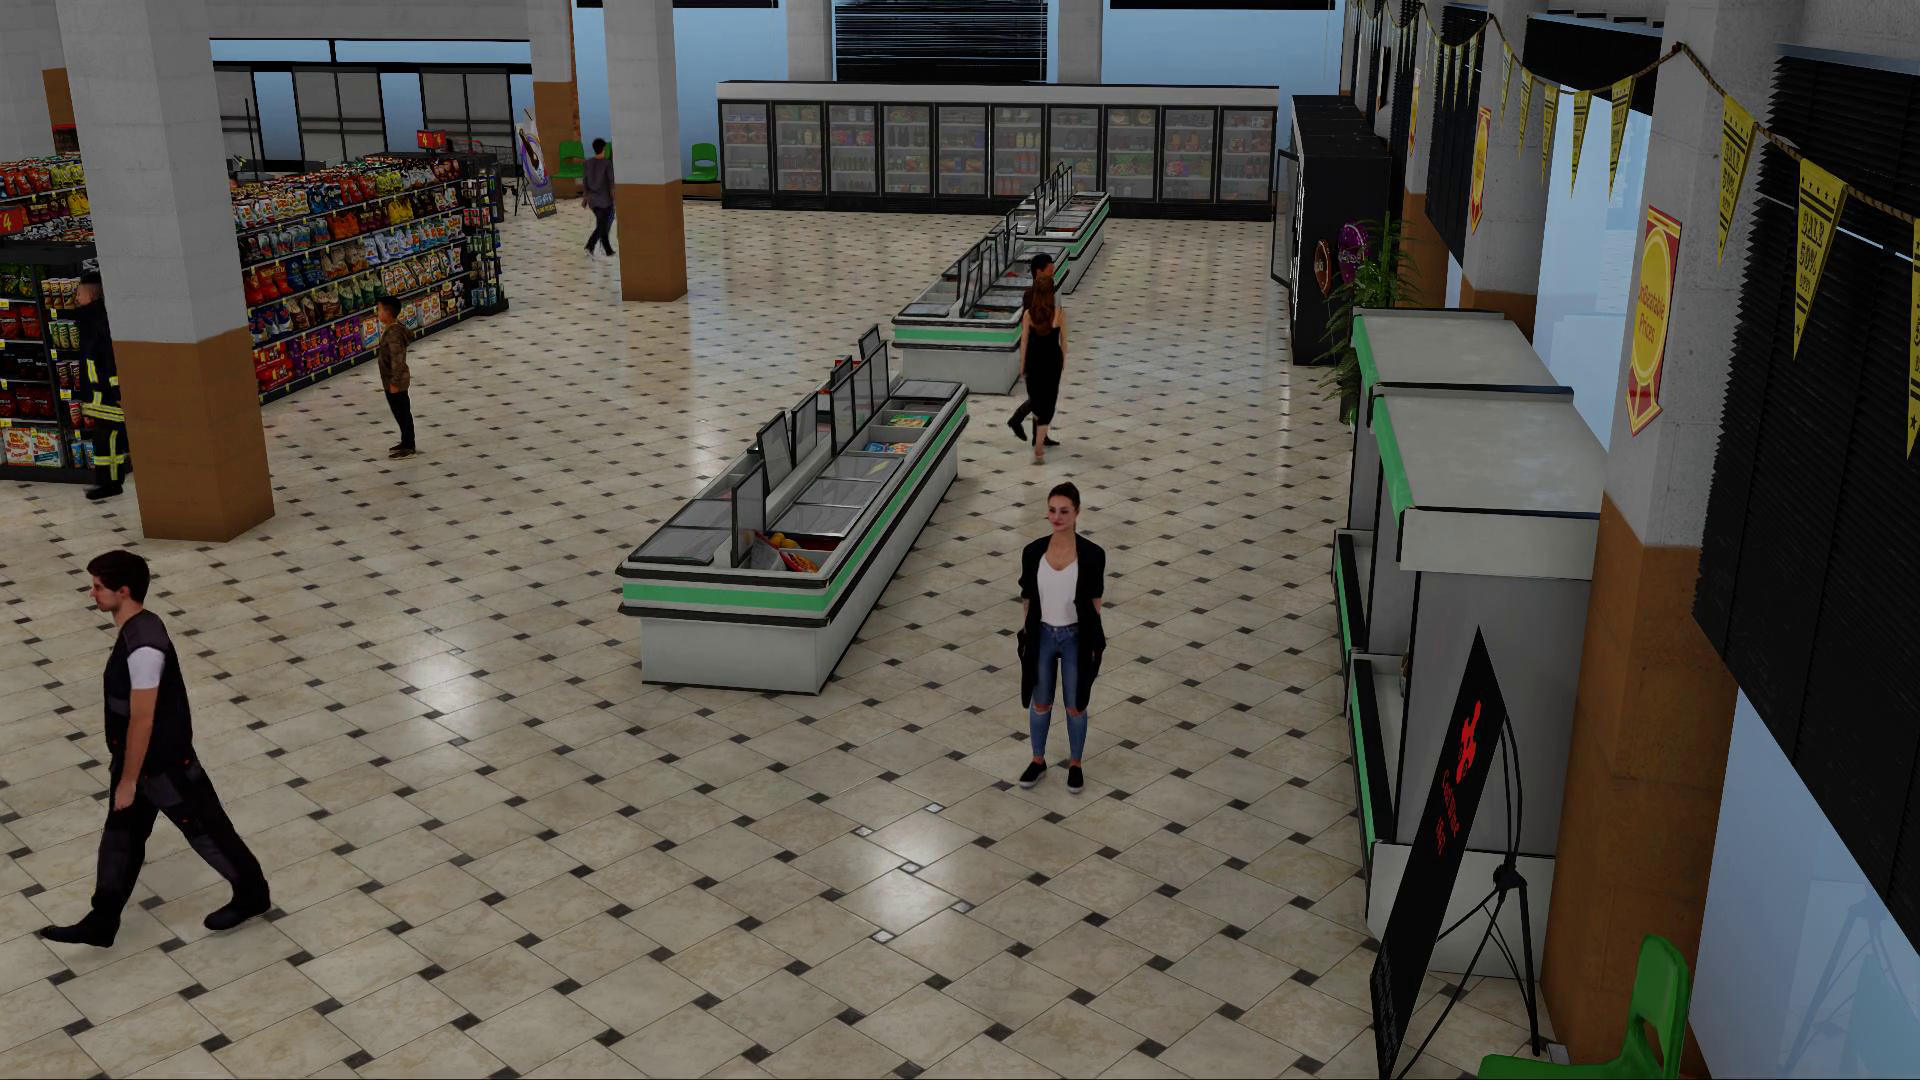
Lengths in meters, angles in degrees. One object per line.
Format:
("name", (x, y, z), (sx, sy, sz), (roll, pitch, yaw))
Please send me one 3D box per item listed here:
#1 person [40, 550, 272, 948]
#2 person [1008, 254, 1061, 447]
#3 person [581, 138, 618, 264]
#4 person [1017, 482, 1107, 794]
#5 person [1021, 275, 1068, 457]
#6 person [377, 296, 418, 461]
("person", (-3.398, 0.928, 7.259), (1.220, 1.809, 1.147), (-13, 23, -35))
("person", (0.645, -1.714, 15.155), (0.829, 1.771, 0.756), (9, 21, 25))
("person", (-5.505, -5.080, 25.114), (0.889, 1.784, 1.311), (8, 20, 22))
("person", (0.531, 0.509, 8.700), (0.651, 1.683, 0.591), (5, 19, 16))
("person", (0.735, -1.515, 14.876), (0.555, 1.572, 1.103), (3, 19, 9))
("person", (-5.044, -1.464, 14.908), (0.726, 1.455, 0.634), (-5, 19, -15))
